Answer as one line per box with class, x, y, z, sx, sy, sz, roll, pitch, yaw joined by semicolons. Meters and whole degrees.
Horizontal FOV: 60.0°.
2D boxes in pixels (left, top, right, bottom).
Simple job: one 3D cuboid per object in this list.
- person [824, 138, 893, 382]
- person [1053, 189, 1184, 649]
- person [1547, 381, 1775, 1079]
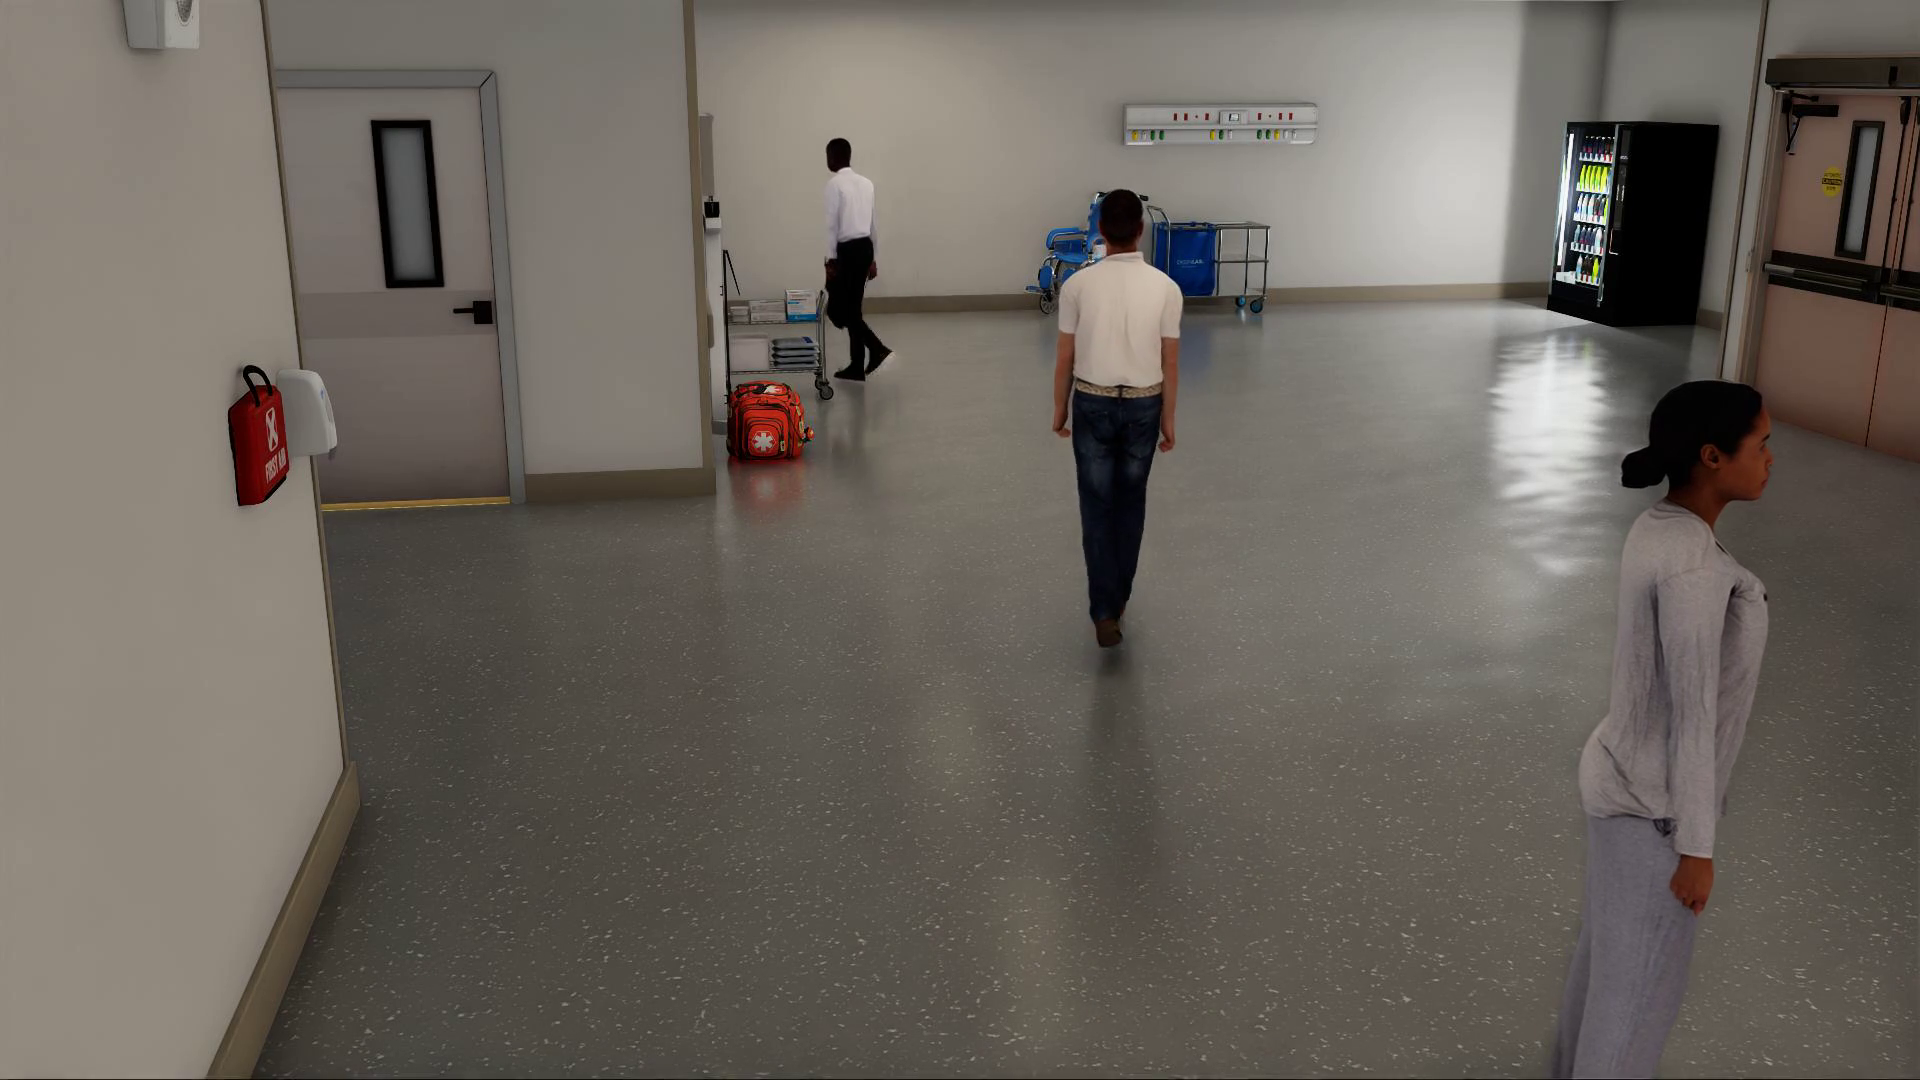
person;-0.768;-2.058;12.434;0.945;1.813;1.017;-15;22;-43
person;0.631;-0.462;6.759;0.850;1.822;1.260;0;16;1
person;1.416;0.526;3.415;0.754;1.733;0.631;5;16;17
